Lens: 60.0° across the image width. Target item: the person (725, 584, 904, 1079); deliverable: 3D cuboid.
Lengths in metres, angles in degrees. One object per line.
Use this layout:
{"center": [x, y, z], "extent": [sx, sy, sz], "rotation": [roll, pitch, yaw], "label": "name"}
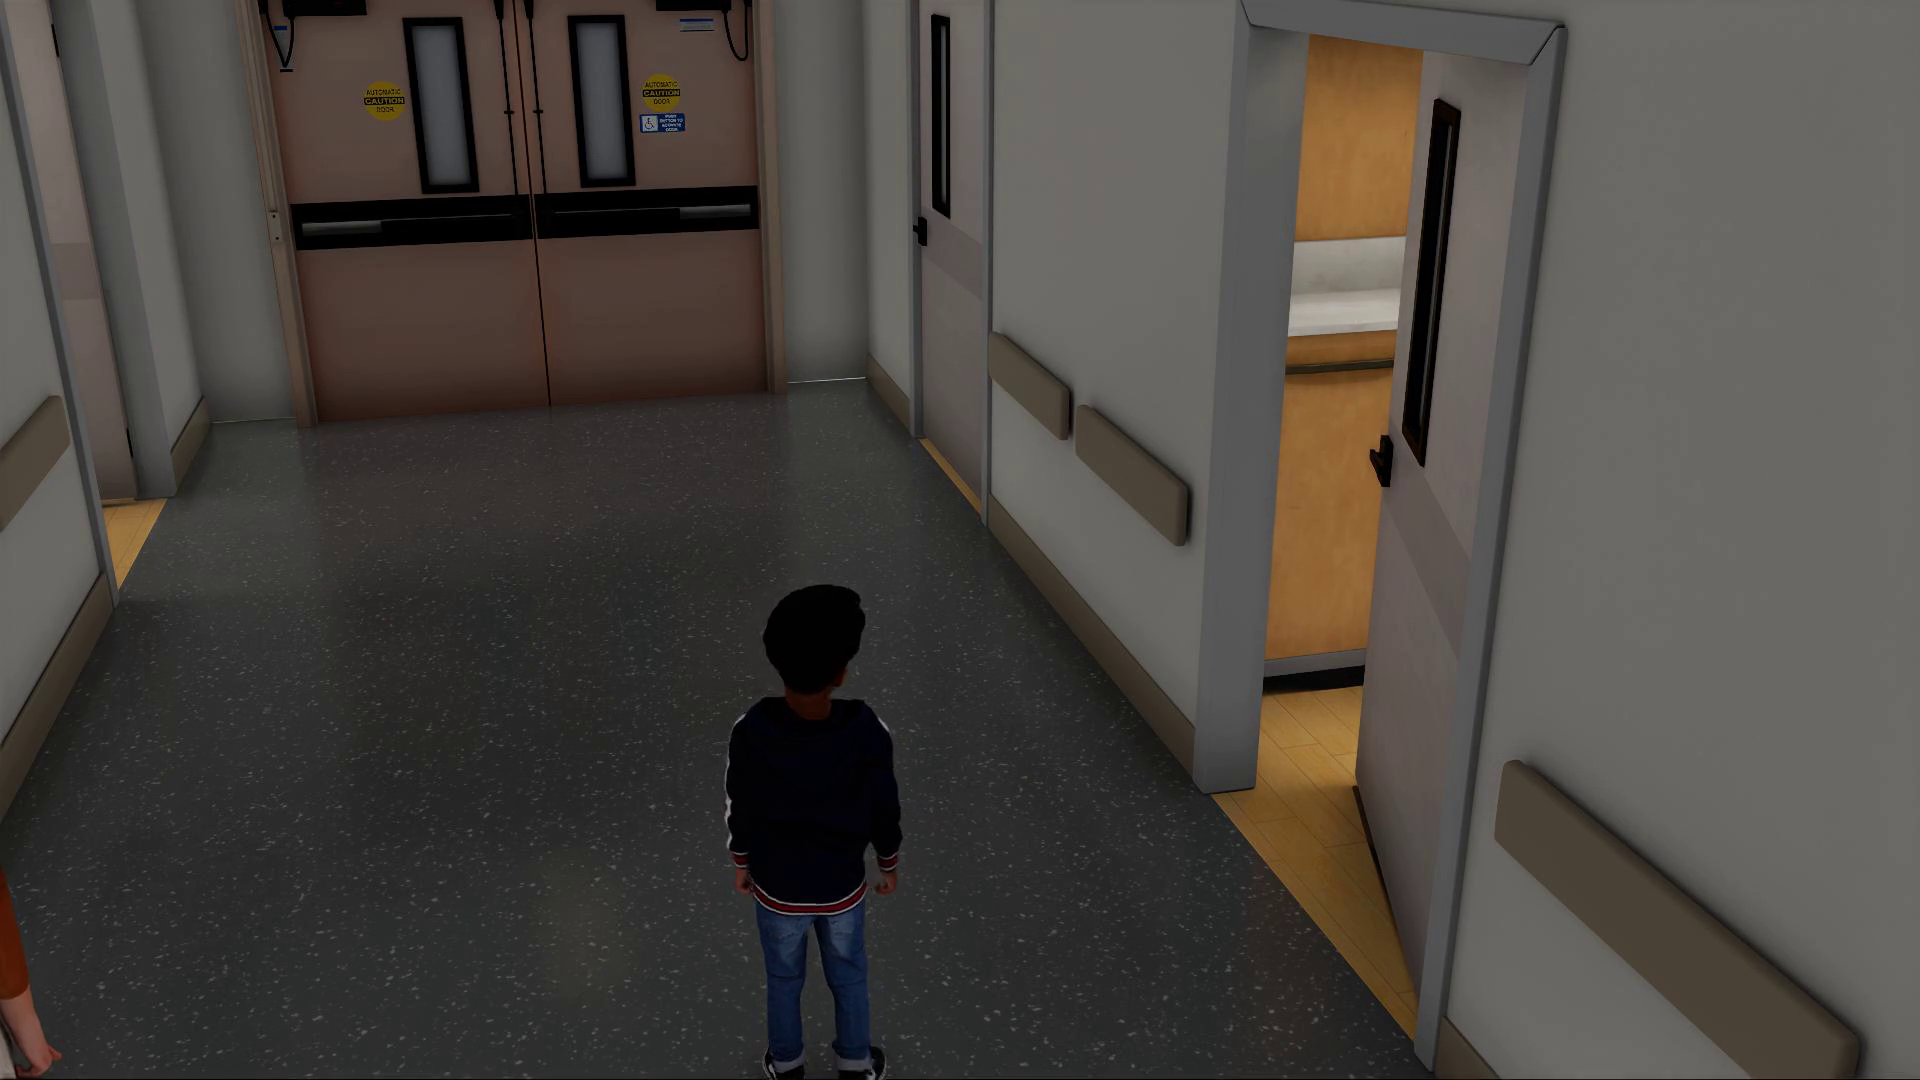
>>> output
{"center": [-0.323, 0.668, 3.553], "extent": [0.568, 1.217, 0.536], "rotation": [-3, 21, -7], "label": "person"}
